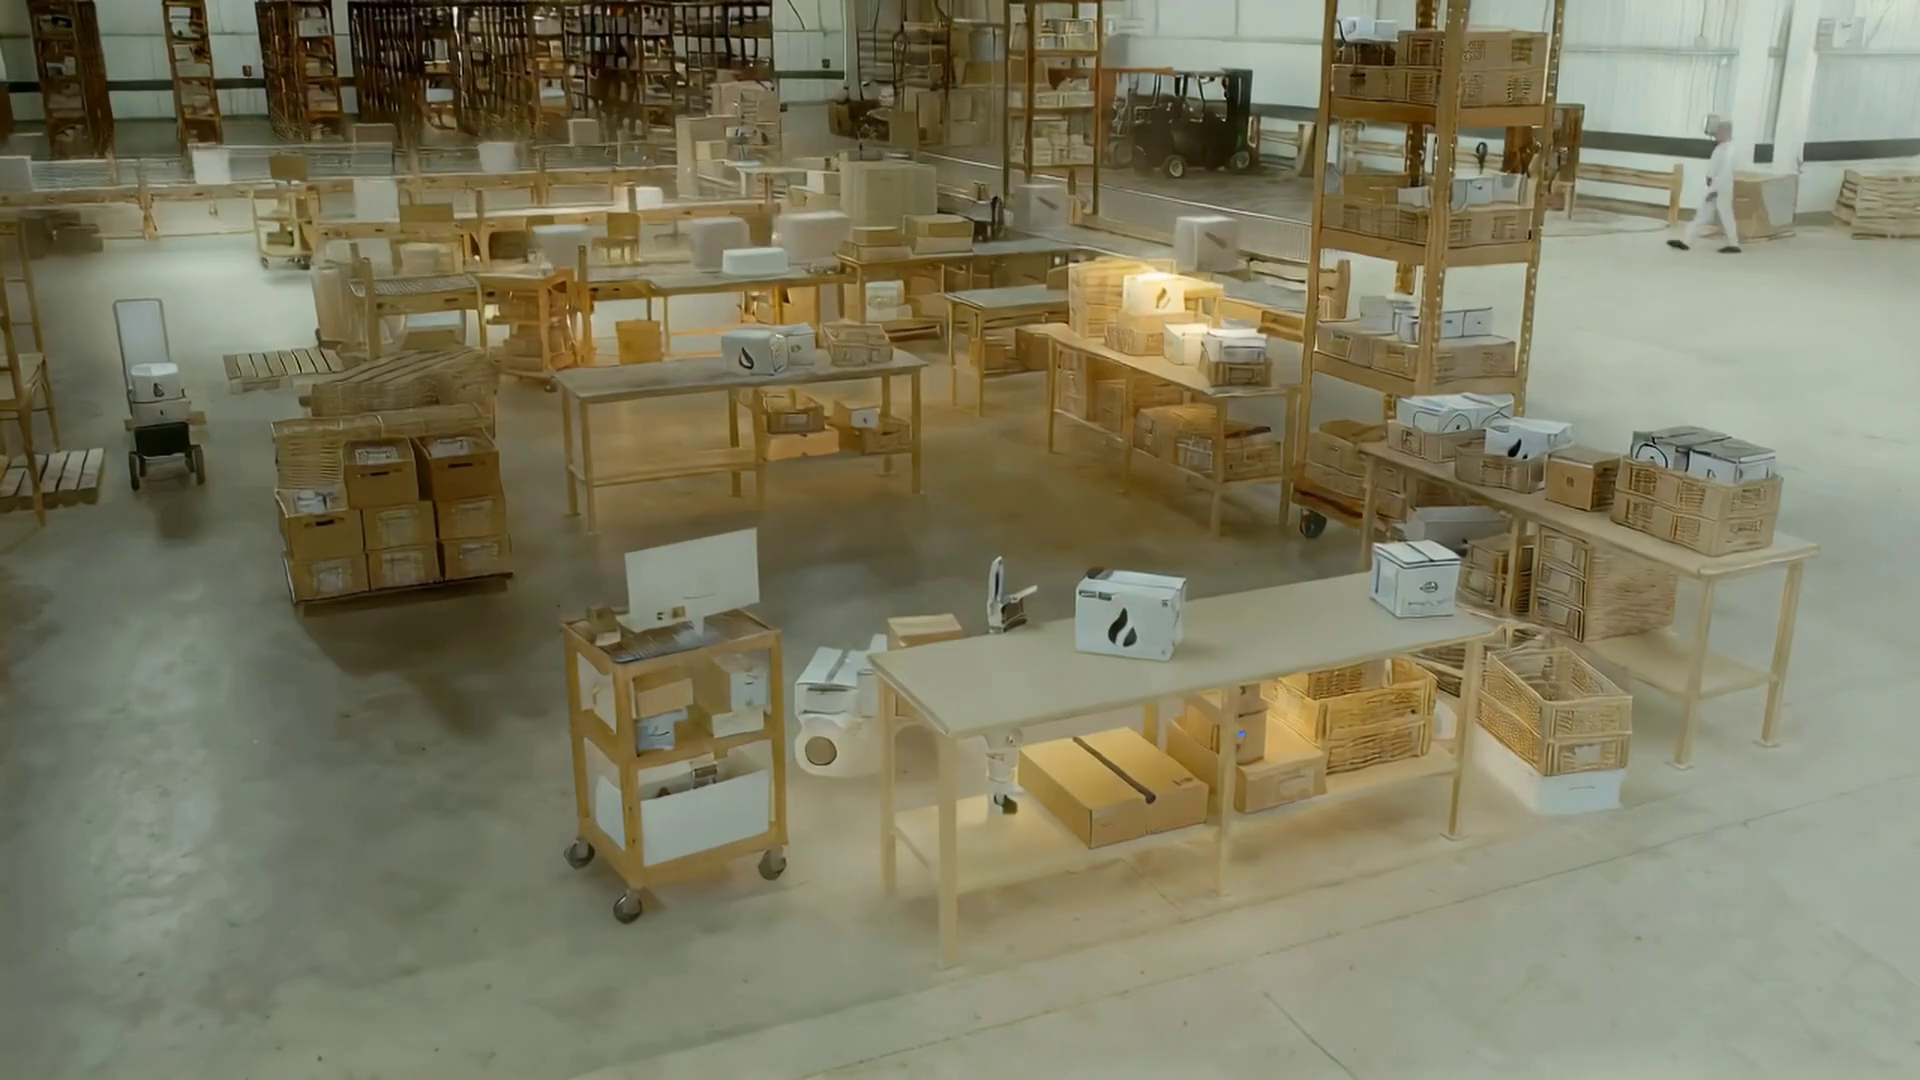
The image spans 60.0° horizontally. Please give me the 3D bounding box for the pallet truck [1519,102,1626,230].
[{"bbox_3d":[9.972,-6.037,26.785,1.885,1.965,0.823,-9,20,-25],"label":"pallet truck"}]

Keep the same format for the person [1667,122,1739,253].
[{"bbox_3d":[10.865,-5.079,23.992,0.980,1.851,0.674,3,18,11],"label":"person"}]

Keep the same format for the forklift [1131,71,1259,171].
[{"bbox_3d":[4.998,-8.936,35.413,2.680,1.987,1.157,-9,20,-25],"label":"forklift"}]

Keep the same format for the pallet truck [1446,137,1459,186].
[{"bbox_3d":[9.184,-6.485,29.328,1.630,1.274,0.653,-8,19,-23],"label":"pallet truck"}]

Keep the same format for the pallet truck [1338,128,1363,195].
[{"bbox_3d":[7.845,-7.140,31.411,1.522,1.261,0.704,-9,20,-25],"label":"pallet truck"}]

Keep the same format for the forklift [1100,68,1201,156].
[{"bbox_3d":[4.082,-9.564,37.410,2.680,1.987,1.157,-8,19,-23],"label":"forklift"}]

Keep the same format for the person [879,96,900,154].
[{"bbox_3d":[-1.192,-6.306,27.558,0.389,2.045,0.606,-4,18,-13],"label":"person"}]

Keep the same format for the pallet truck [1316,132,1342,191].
[{"bbox_3d":[7.723,-7.504,32.656,1.601,1.201,0.680,-8,19,-23],"label":"pallet truck"}]

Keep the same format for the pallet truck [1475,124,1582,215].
[{"bbox_3d":[9.707,-6.455,28.103,1.885,1.965,0.823,-7,19,-20],"label":"pallet truck"}]
